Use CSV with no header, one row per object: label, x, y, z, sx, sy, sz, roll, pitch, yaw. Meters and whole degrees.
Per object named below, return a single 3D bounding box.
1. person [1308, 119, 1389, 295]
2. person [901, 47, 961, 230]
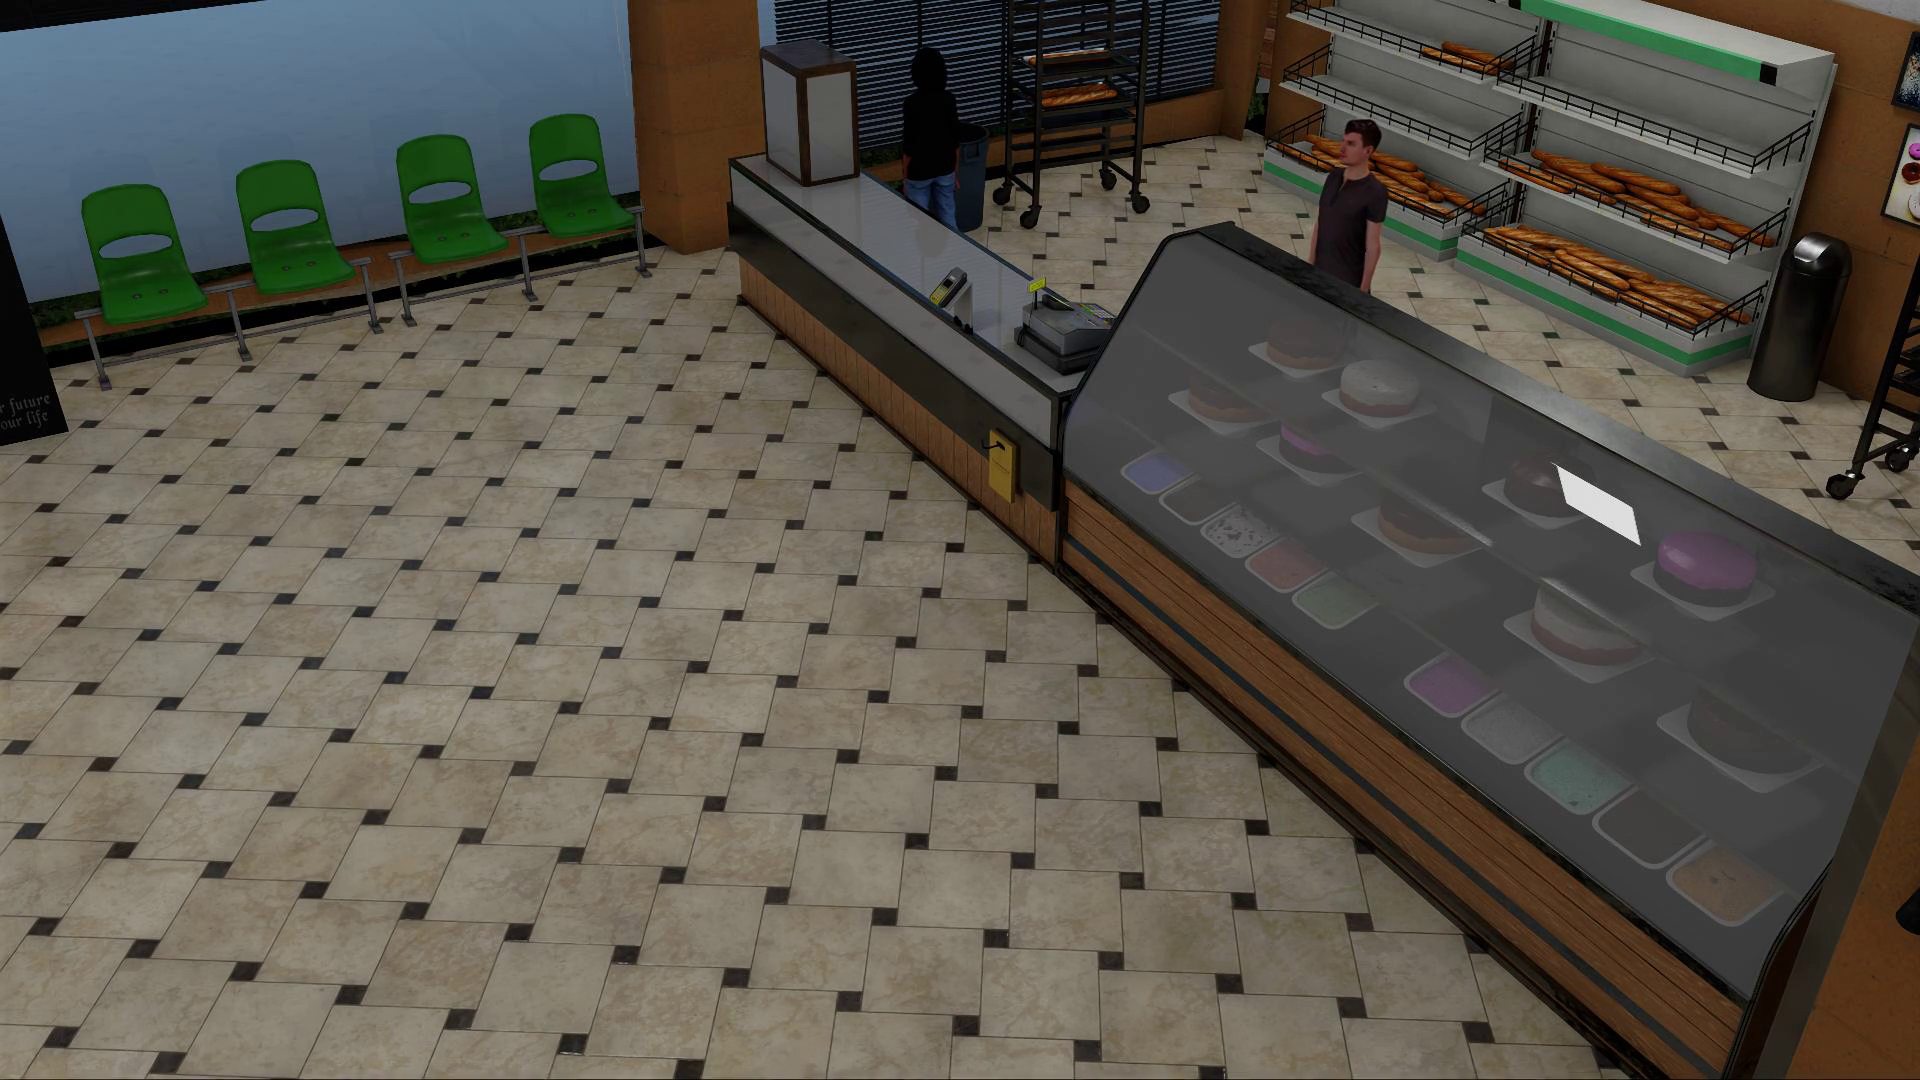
person,2.142,-1.456,9.330,0.527,1.853,0.643,-17,36,-25
person,-0.201,-2.403,10.997,0.516,1.701,0.662,-12,34,-18
